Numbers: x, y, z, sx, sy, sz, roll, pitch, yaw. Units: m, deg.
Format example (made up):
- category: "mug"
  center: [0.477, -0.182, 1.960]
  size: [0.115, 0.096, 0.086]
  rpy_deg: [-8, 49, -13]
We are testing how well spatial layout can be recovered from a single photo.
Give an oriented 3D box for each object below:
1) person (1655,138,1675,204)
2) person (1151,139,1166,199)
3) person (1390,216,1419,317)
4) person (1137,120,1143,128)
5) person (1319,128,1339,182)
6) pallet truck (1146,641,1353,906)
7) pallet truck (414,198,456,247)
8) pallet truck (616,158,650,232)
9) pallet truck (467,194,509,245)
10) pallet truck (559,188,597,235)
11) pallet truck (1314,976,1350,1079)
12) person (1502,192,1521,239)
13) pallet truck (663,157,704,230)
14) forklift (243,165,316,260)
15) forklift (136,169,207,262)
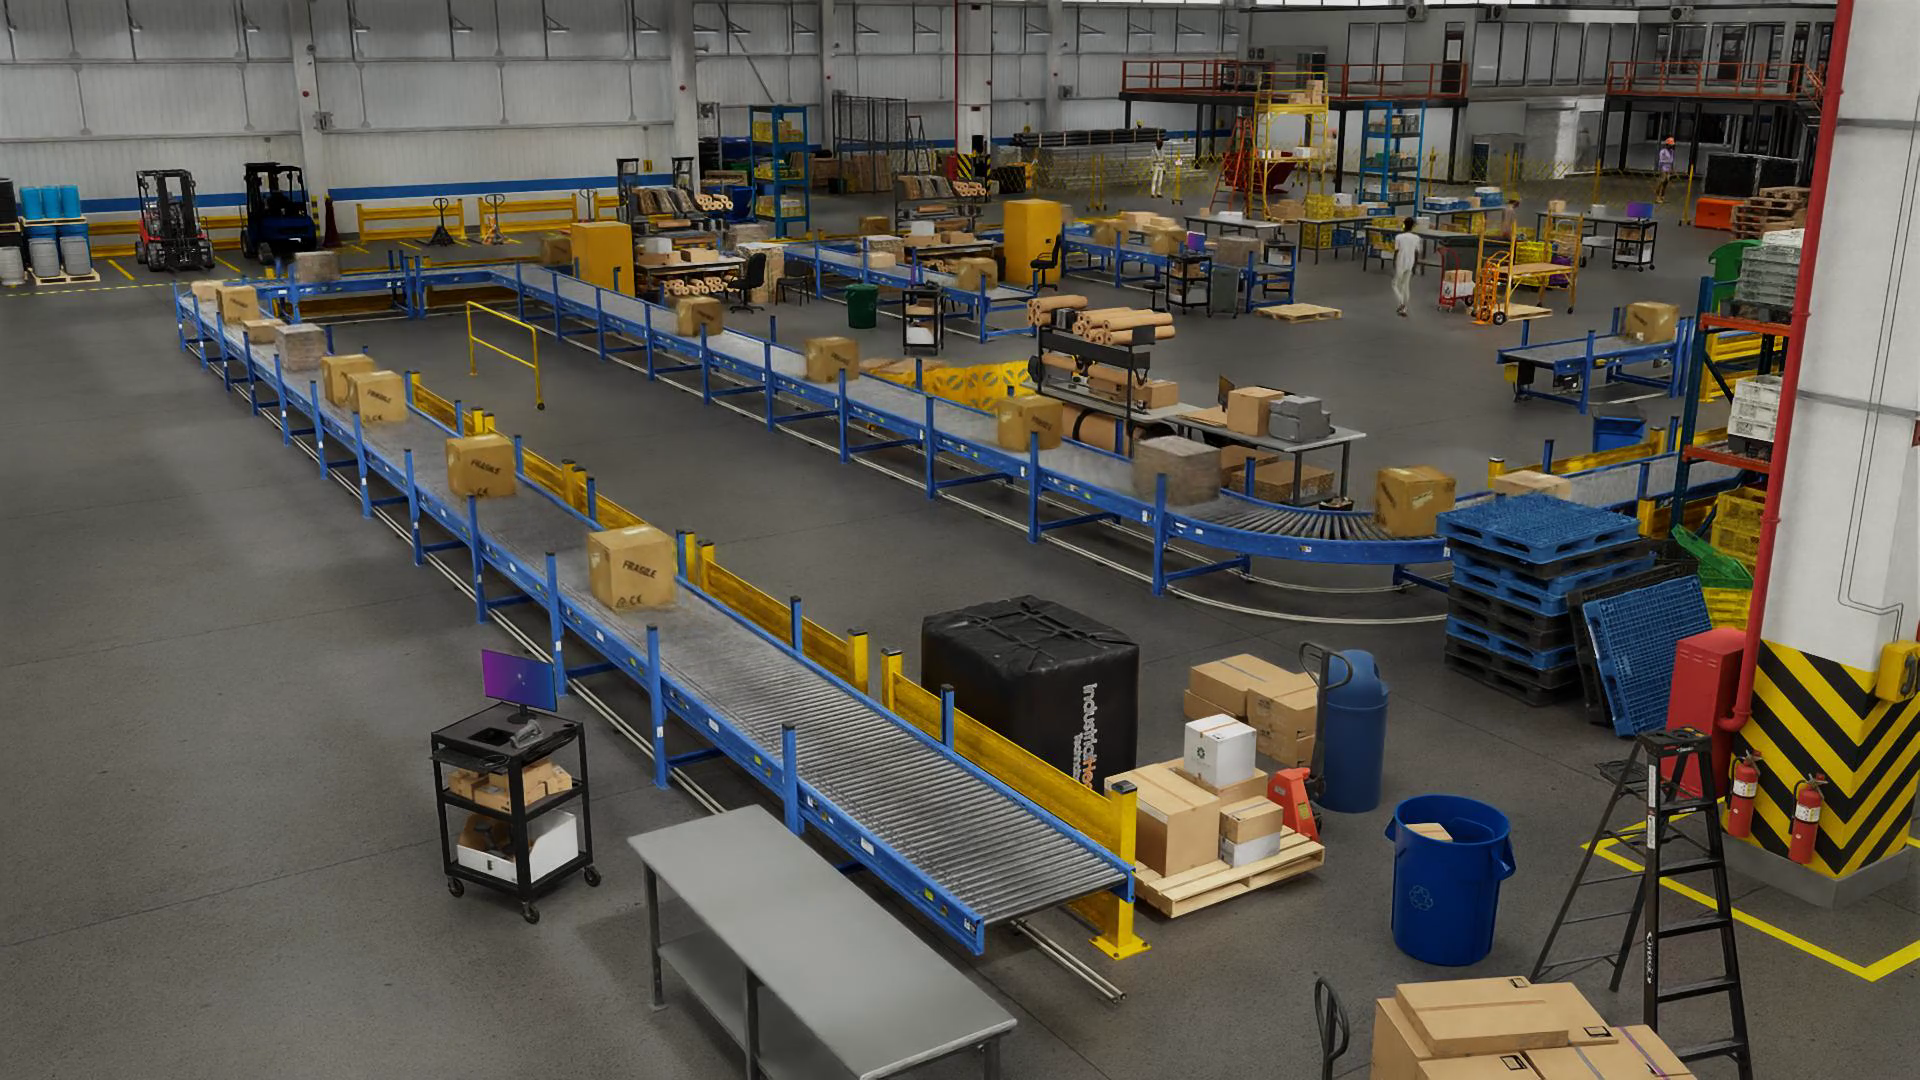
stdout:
- category: "person"
  center: [22.205, -11.604, 52.258]
  size: [0.615, 2.039, 0.386]
  rpy_deg: [-11, 20, -31]
- category: "person"
  center: [6.428, -12.028, 53.939]
  size: [0.585, 1.881, 0.337]
  rpy_deg: [-11, 20, -31]
- category: "person"
  center: [8.202, -5.053, 30.777]
  size: [0.561, 1.852, 0.390]
  rpy_deg: [-5, 17, -15]
- category: "person"
  center: [7.085, -15.621, 65.819]
  size: [0.594, 1.924, 0.383]
  rpy_deg: [-11, 20, -31]
- category: "person"
  center: [13.419, -13.881, 60.046]
  size: [0.727, 1.923, 0.554]
  rpy_deg: [14, 22, 40]
- category: "pallet truck"
  center: [1.664, 1.407, 10.232]
  size: [1.630, 1.274, 0.653]
  rpy_deg: [-10, 20, -31]
- category: "pallet truck"
  center: [-13.250, -8.060, 41.856]
  size: [0.680, 1.201, 1.601]
  rpy_deg: [-10, 20, -31]
- category: "pallet truck"
  center: [-8.918, -9.176, 44.255]
  size: [0.823, 1.965, 1.885]
  rpy_deg: [-9, 19, -27]
- category: "pallet truck"
  center: [-11.983, -8.177, 42.137]
  size: [0.704, 1.261, 1.522]
  rpy_deg: [-11, 20, -33]
- category: "pallet truck"
  center: [-10.010, -8.652, 43.699]
  size: [0.653, 1.274, 1.630]
  rpy_deg: [-10, 20, -31]
- category: "pallet truck"
  center: [2.299, 2.390, 7.086]
  size: [1.601, 1.201, 0.680]
  rpy_deg: [-2, 17, -7]
- category: "person"
  center: [12.134, -6.775, 36.686]
  size: [0.365, 1.757, 0.541]
  rpy_deg: [3, 17, 10]
- category: "pallet truck"
  center: [-7.586, -9.308, 44.692]
  size: [0.823, 1.965, 1.885]
  rpy_deg: [-11, 20, -33]
- category: "forklift"
  center: [-15.898, -7.669, 38.708]
  size: [1.157, 1.987, 2.680]
  rpy_deg: [-11, 20, -33]
- category: "forklift"
  center: [-17.842, -7.318, 37.559]
  size: [1.157, 1.987, 2.680]
  rpy_deg: [-10, 20, -31]
